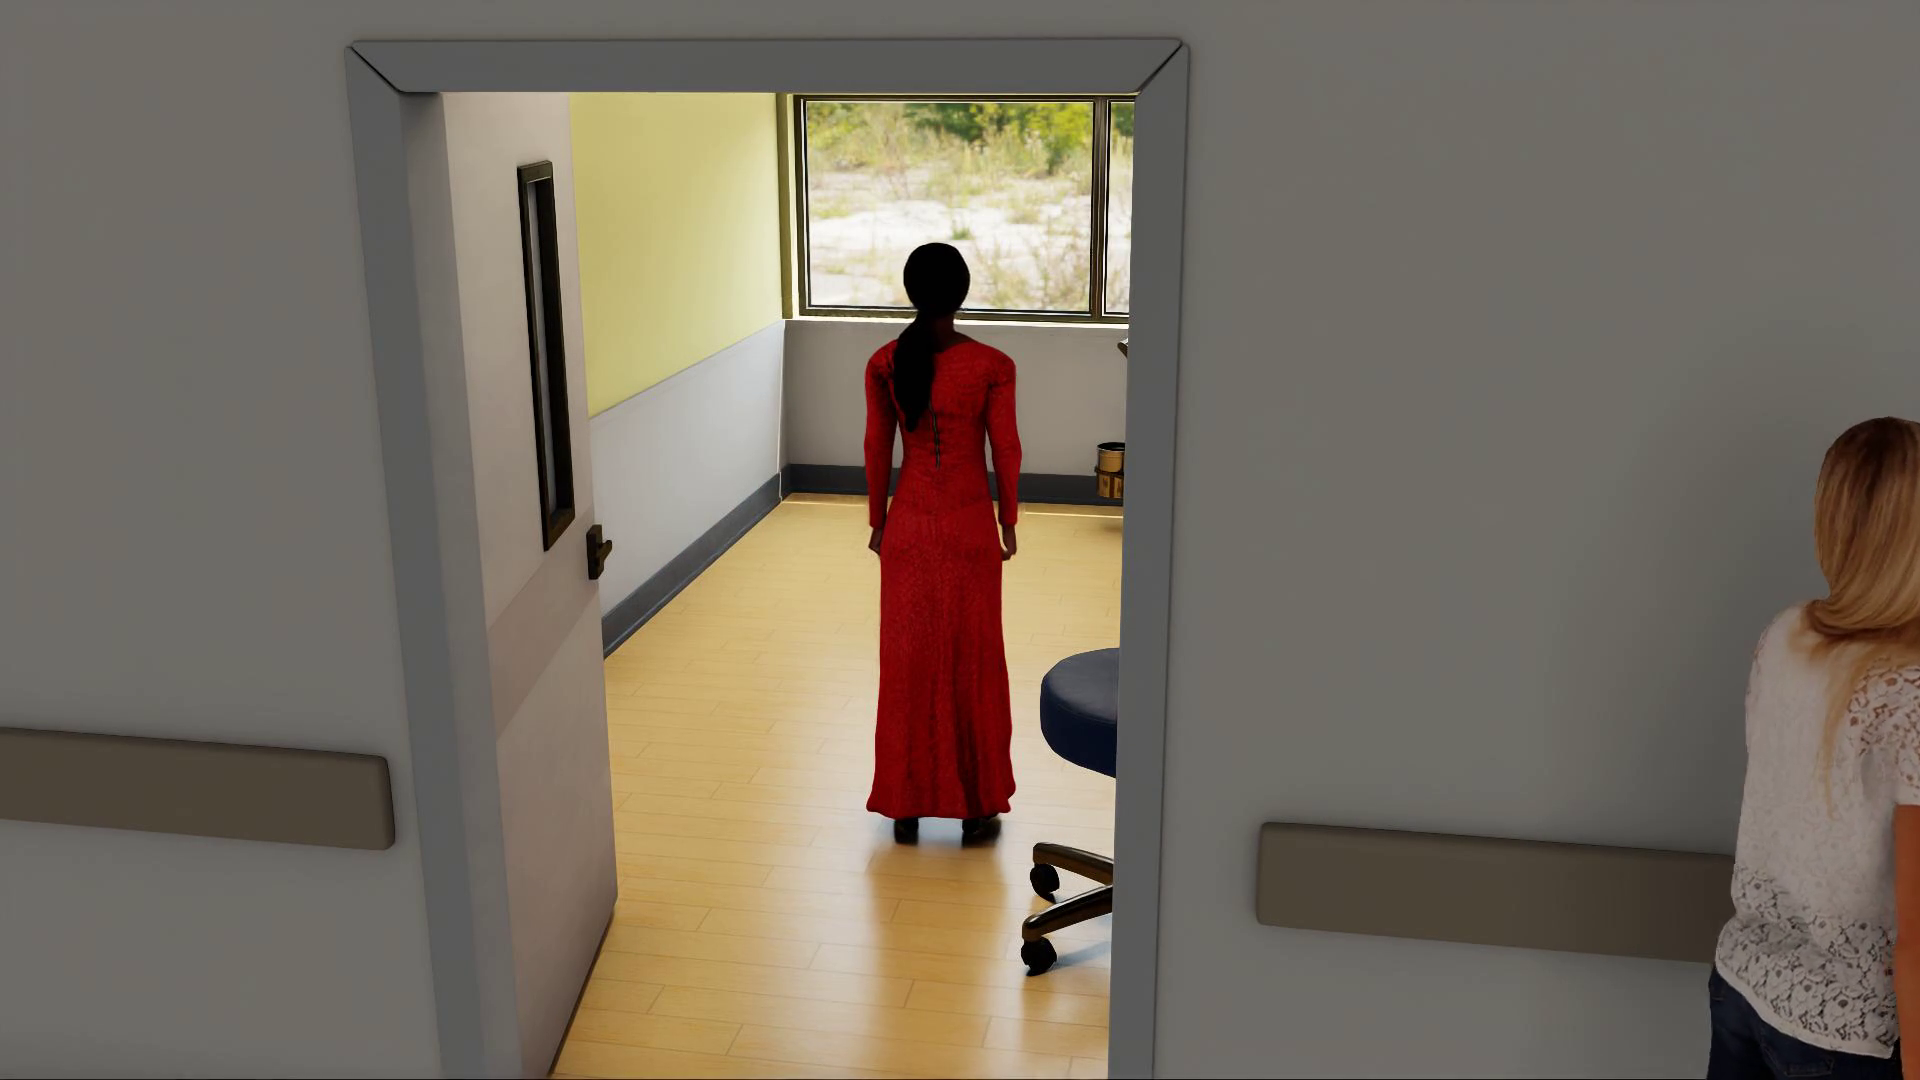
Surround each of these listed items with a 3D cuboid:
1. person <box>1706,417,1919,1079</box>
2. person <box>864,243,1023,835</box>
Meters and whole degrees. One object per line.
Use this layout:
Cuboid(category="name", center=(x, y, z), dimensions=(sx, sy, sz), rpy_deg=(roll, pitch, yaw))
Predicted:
Cuboid(category="person", center=(1.241, 0.712, 2.452), dimensions=(0.755, 1.805, 0.728), rpy_deg=(0, 16, 0))
Cuboid(category="person", center=(-0.066, 0.015, 4.964), dimensions=(0.540, 1.785, 0.678), rpy_deg=(2, 16, 8))
